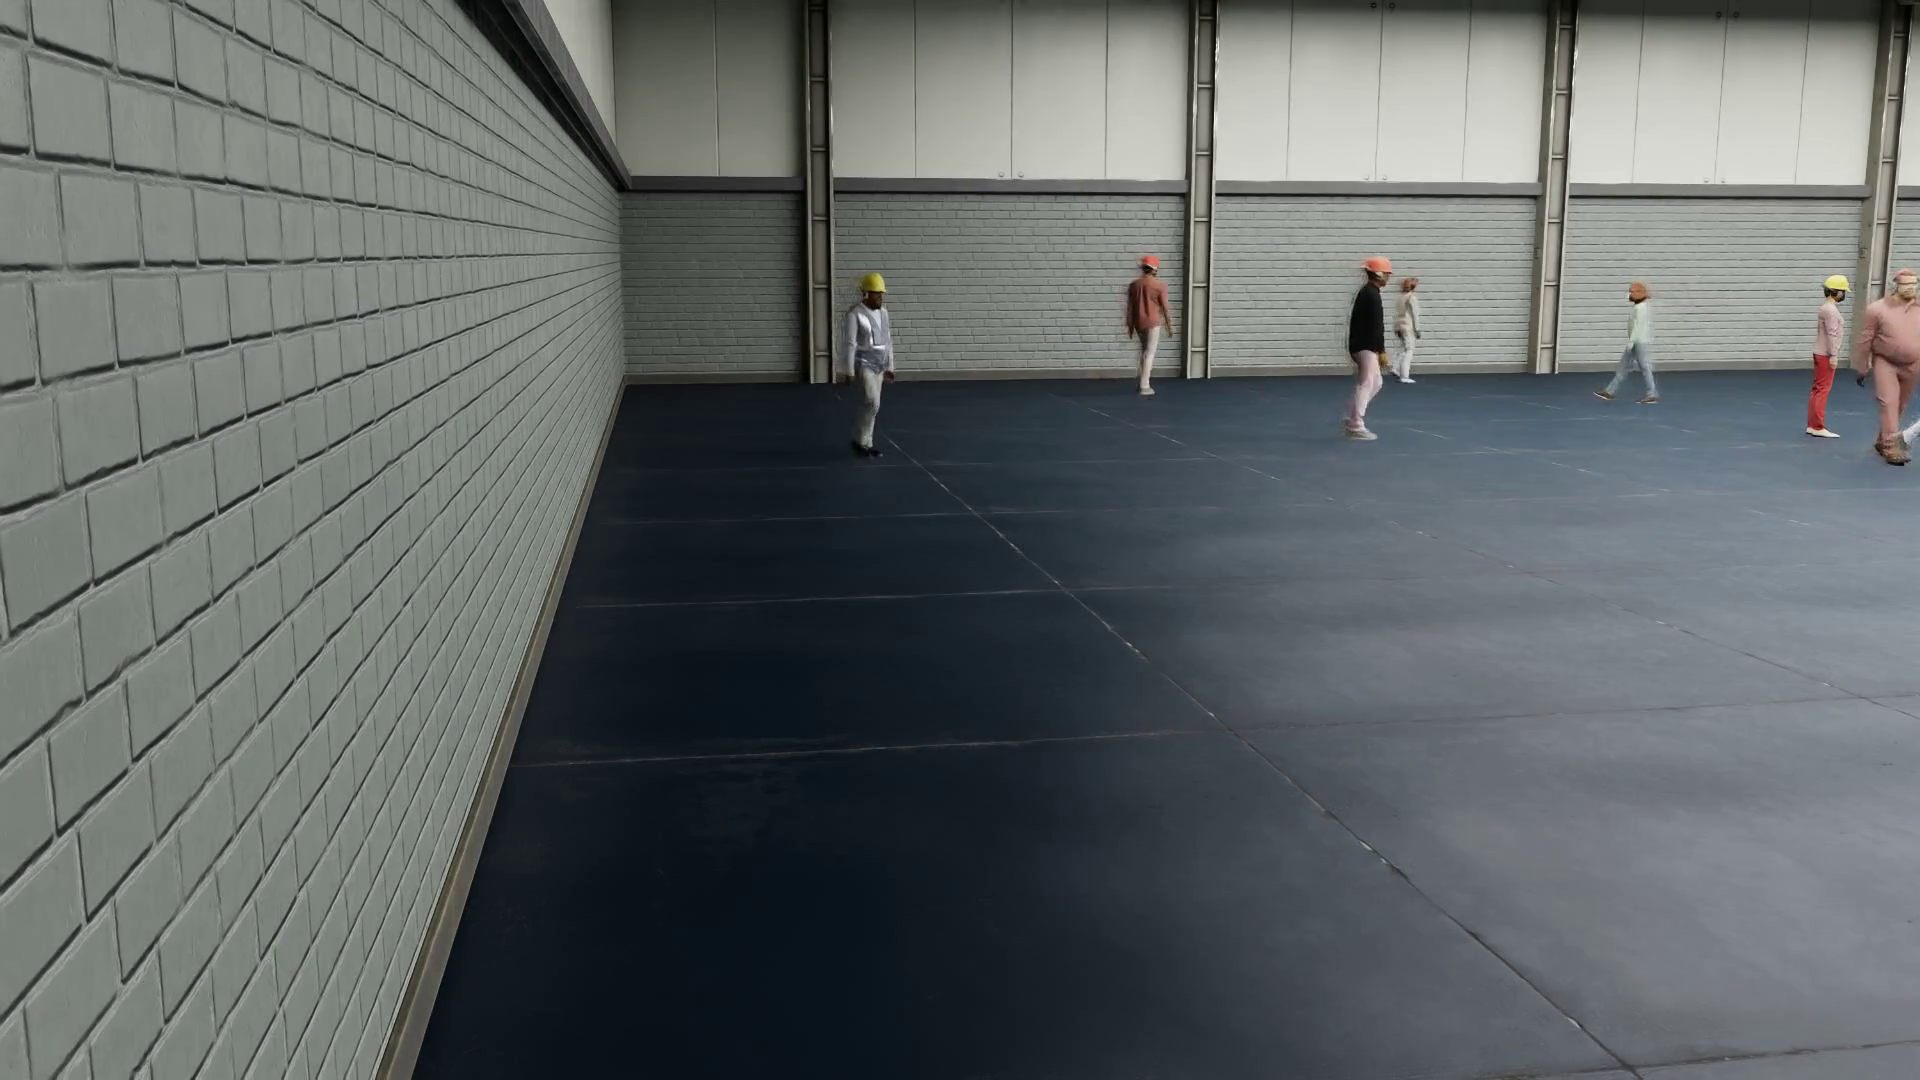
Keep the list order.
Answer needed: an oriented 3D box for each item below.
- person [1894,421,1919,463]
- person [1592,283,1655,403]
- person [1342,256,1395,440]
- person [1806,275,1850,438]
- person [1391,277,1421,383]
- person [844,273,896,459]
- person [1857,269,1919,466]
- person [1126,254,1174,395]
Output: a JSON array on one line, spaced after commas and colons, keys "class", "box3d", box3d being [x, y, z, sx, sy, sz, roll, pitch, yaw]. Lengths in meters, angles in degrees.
[{"class": "person", "box3d": [9.085, -1.546, 15.253, 0.587, 1.866, 0.716, -6, 12, -32]}, {"class": "person", "box3d": [8.942, -2.627, 22.230, 0.825, 1.585, 0.523, 3, 10, 15]}, {"class": "person", "box3d": [4.394, -2.048, 17.833, 0.468, 1.971, 0.662, 1, 10, 4]}, {"class": "person", "box3d": [9.495, -2.005, 18.178, 0.311, 1.768, 0.524, 3, 10, 16]}, {"class": "person", "box3d": [6.902, -3.217, 25.549, 0.372, 1.624, 0.528, -1, 10, -8]}, {"class": "person", "box3d": [-0.870, -1.692, 16.263, 0.447, 1.813, 0.591, 6, 11, 31]}, {"class": "person", "box3d": [9.056, -1.682, 16.077, 0.658, 1.857, 1.025, 1, 10, 8]}, {"class": "person", "box3d": [2.714, -3.048, 23.575, 0.601, 1.969, 0.621, -10, 14, -44]}]
